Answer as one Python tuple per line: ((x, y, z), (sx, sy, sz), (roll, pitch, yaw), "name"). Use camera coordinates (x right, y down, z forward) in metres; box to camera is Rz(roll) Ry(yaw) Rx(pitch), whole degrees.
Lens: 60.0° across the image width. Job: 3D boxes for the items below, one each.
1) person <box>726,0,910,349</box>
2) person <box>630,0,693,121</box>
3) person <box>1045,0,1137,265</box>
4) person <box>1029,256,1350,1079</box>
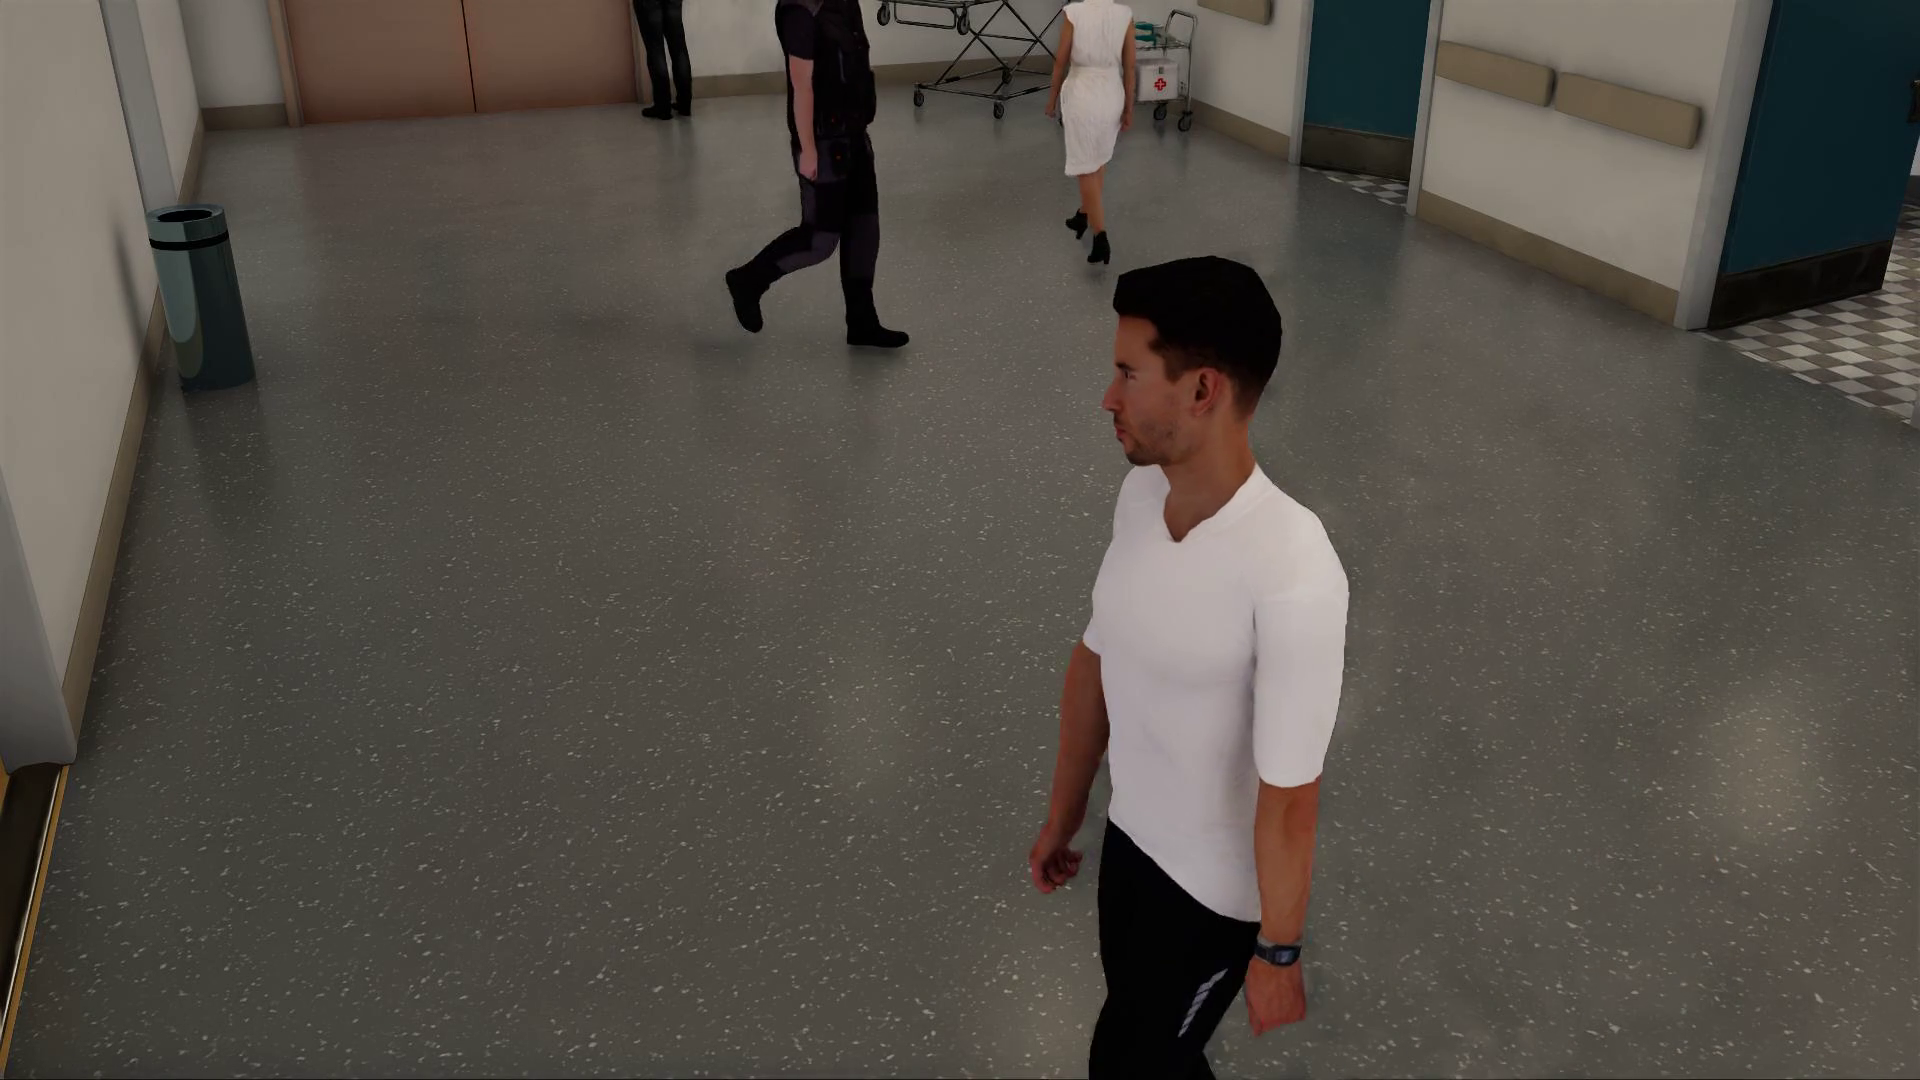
((-0.632, -1.680, 7.032), (1.141, 1.826, 1.113), (8, 27, 17), "person")
((-2.109, -3.881, 11.614), (0.735, 1.809, 0.682), (-22, 33, -37), "person")
((0.684, -2.112, 8.289), (0.581, 1.511, 1.030), (-7, 27, -14), "person")
((0.428, 0.469, 2.569), (0.718, 1.832, 0.620), (-10, 28, -20), "person")
